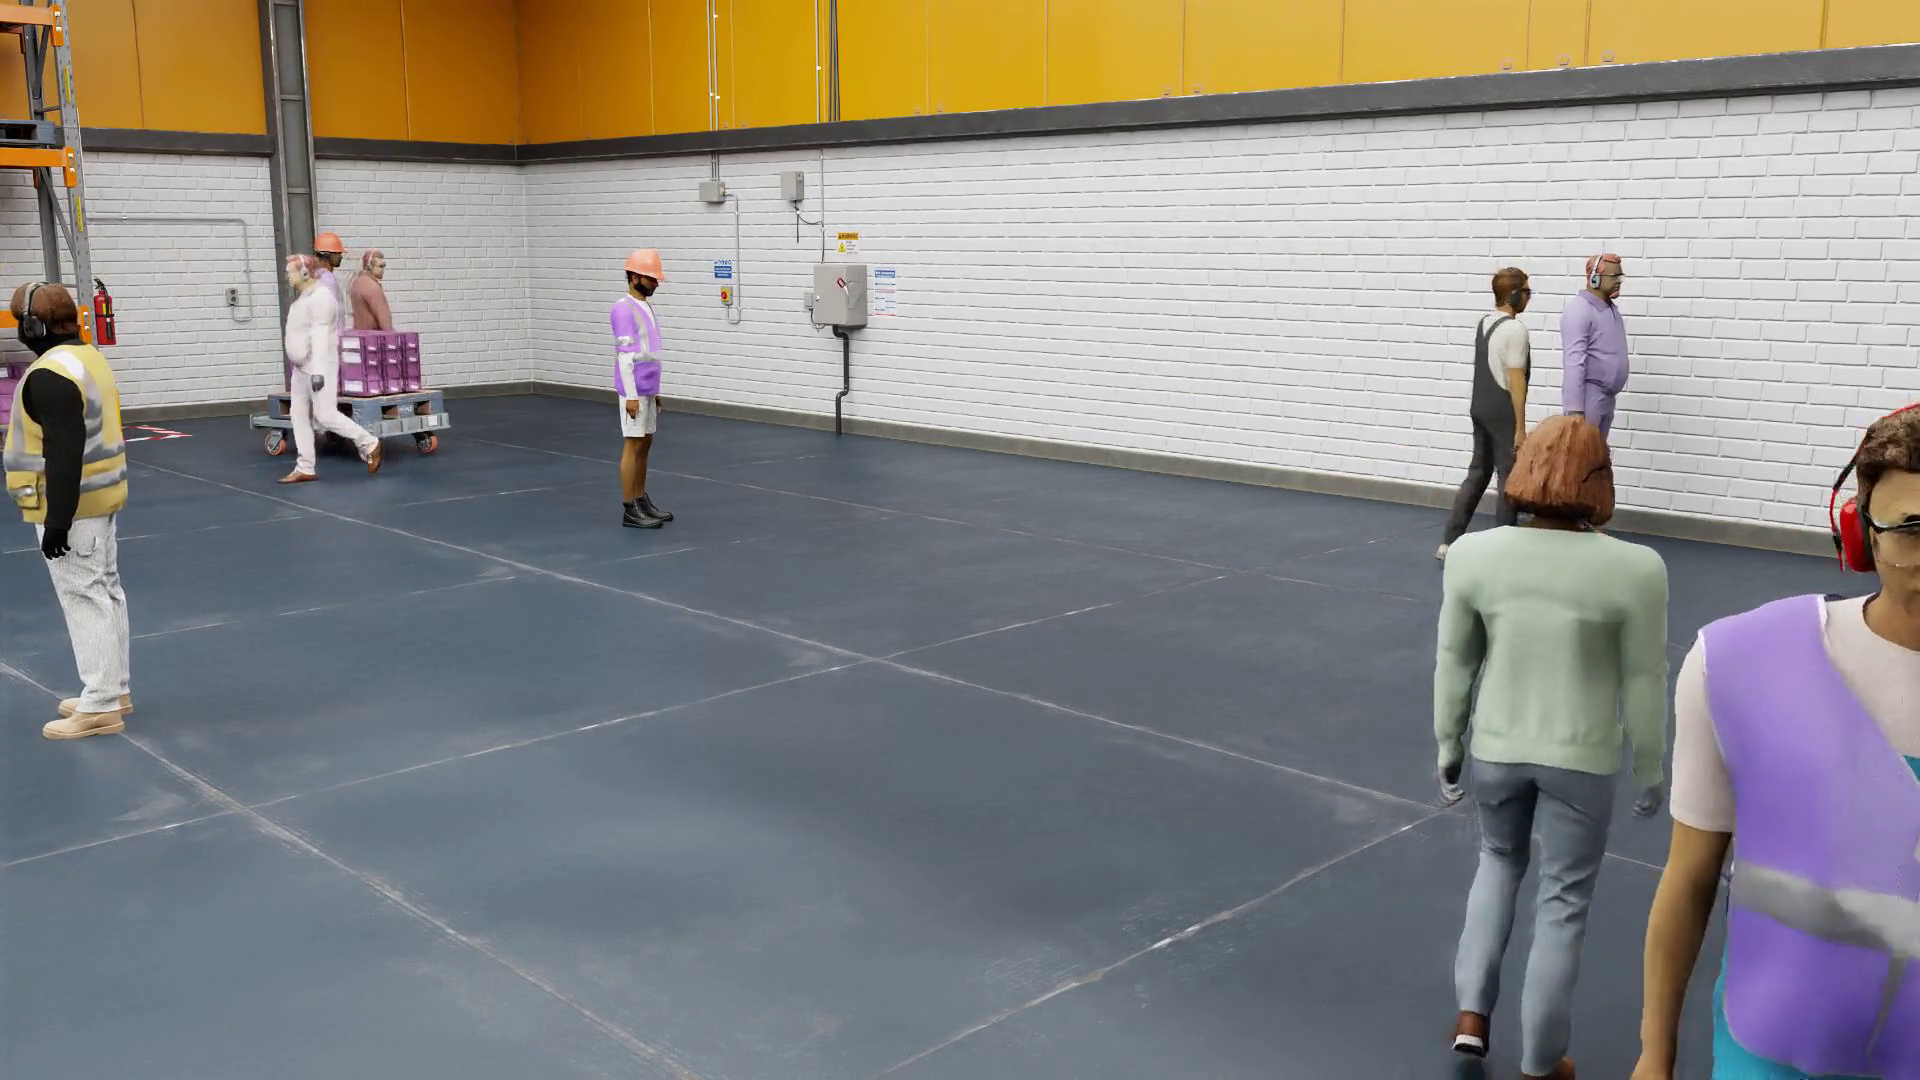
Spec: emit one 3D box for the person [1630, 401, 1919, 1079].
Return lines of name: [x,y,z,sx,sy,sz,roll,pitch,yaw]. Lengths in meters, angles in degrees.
person: [1.203,0.719,2.223,0.634,1.821,0.471,3,11,15]

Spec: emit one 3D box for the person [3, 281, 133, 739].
person: [-3.615,-0.119,6.750,0.430,1.839,0.625,-3,11,-14]

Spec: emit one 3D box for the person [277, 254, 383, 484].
person: [-5.241,-1.411,13.686,0.776,1.876,0.650,-9,14,-42]

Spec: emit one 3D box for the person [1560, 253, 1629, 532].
person: [4.130,-0.902,10.832,0.401,1.906,0.650,8,13,39]

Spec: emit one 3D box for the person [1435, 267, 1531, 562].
person: [3.221,-0.711,10.035,0.560,1.835,0.549,-3,11,-14]

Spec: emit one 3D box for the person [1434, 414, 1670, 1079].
person: [1.373,0.516,3.895,0.507,1.622,0.368,8,13,36]

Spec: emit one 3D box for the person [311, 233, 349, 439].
person: [-6.249,-2.024,16.574,0.393,2.041,0.614,-6,12,-31]

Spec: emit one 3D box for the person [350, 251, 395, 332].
person: [-6.103,-2.102,17.523,1.016,1.846,0.655,-5,12,-26]

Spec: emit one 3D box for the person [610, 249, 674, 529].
person: [-2.202,-1.049,11.572,0.371,1.928,0.543,1,10,7]
